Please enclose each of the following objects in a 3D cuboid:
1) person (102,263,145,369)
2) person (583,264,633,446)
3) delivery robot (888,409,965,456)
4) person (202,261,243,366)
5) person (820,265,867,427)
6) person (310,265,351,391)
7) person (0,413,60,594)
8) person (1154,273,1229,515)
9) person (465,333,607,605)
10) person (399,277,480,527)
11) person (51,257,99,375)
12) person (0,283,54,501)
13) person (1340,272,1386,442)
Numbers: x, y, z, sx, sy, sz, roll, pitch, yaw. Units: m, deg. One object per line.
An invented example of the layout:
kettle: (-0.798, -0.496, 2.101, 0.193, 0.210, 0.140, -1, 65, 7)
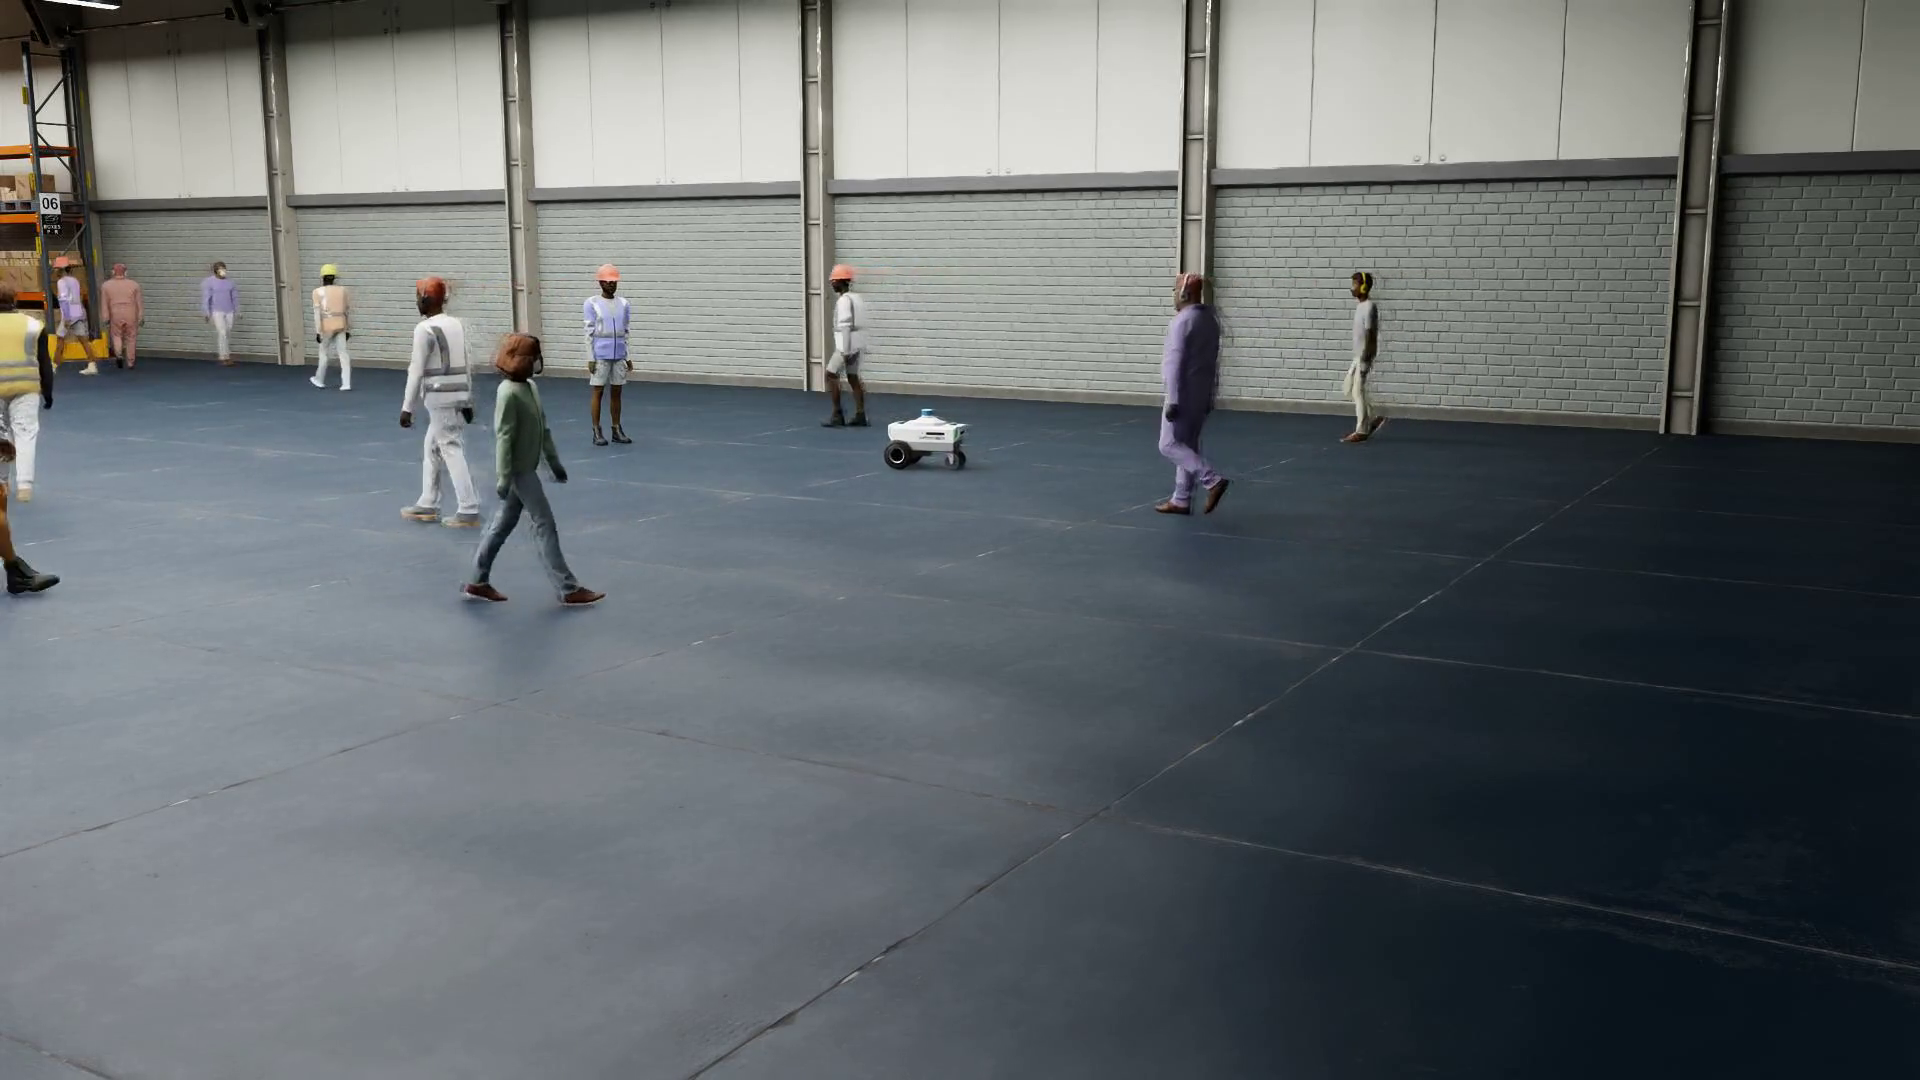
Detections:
person: (-14.928, -3.989, 29.721, 0.656, 1.889, 0.443, -4, 10, -21)
person: (-3.759, -1.986, 17.865, 0.545, 1.939, 0.373, -8, 13, -40)
delivery robot: (-0.314, -1.008, 15.909, 0.707, 0.478, 0.477, 2, 10, 13)
person: (-13.496, -4.152, 30.609, 0.810, 1.913, 0.653, 7, 12, 34)
person: (-1.410, -2.278, 19.660, 0.684, 1.914, 0.564, 2, 10, 13)
person: (-9.521, -3.200, 25.144, 0.610, 1.878, 0.968, -9, 13, -42)
person: (-5.799, -0.616, 9.928, 0.861, 1.901, 0.561, -2, 10, -14)
person: (1.799, -1.110, 12.862, 0.593, 1.892, 0.664, 6, 12, 33)
person: (-2.517, -0.405, 9.625, 0.858, 1.588, 0.500, 0, 10, -2)
person: (-3.975, -1.018, 12.422, 0.846, 1.850, 0.602, 2, 10, 11)
person: (-15.234, -3.797, 28.304, 1.013, 1.990, 0.640, 0, 10, -1)
person: (-7.968, -1.247, 13.966, 0.646, 1.789, 0.959, -6, 12, -33)
person: (4.371, -1.982, 18.086, 0.427, 1.855, 0.546, 1, 10, 5)
